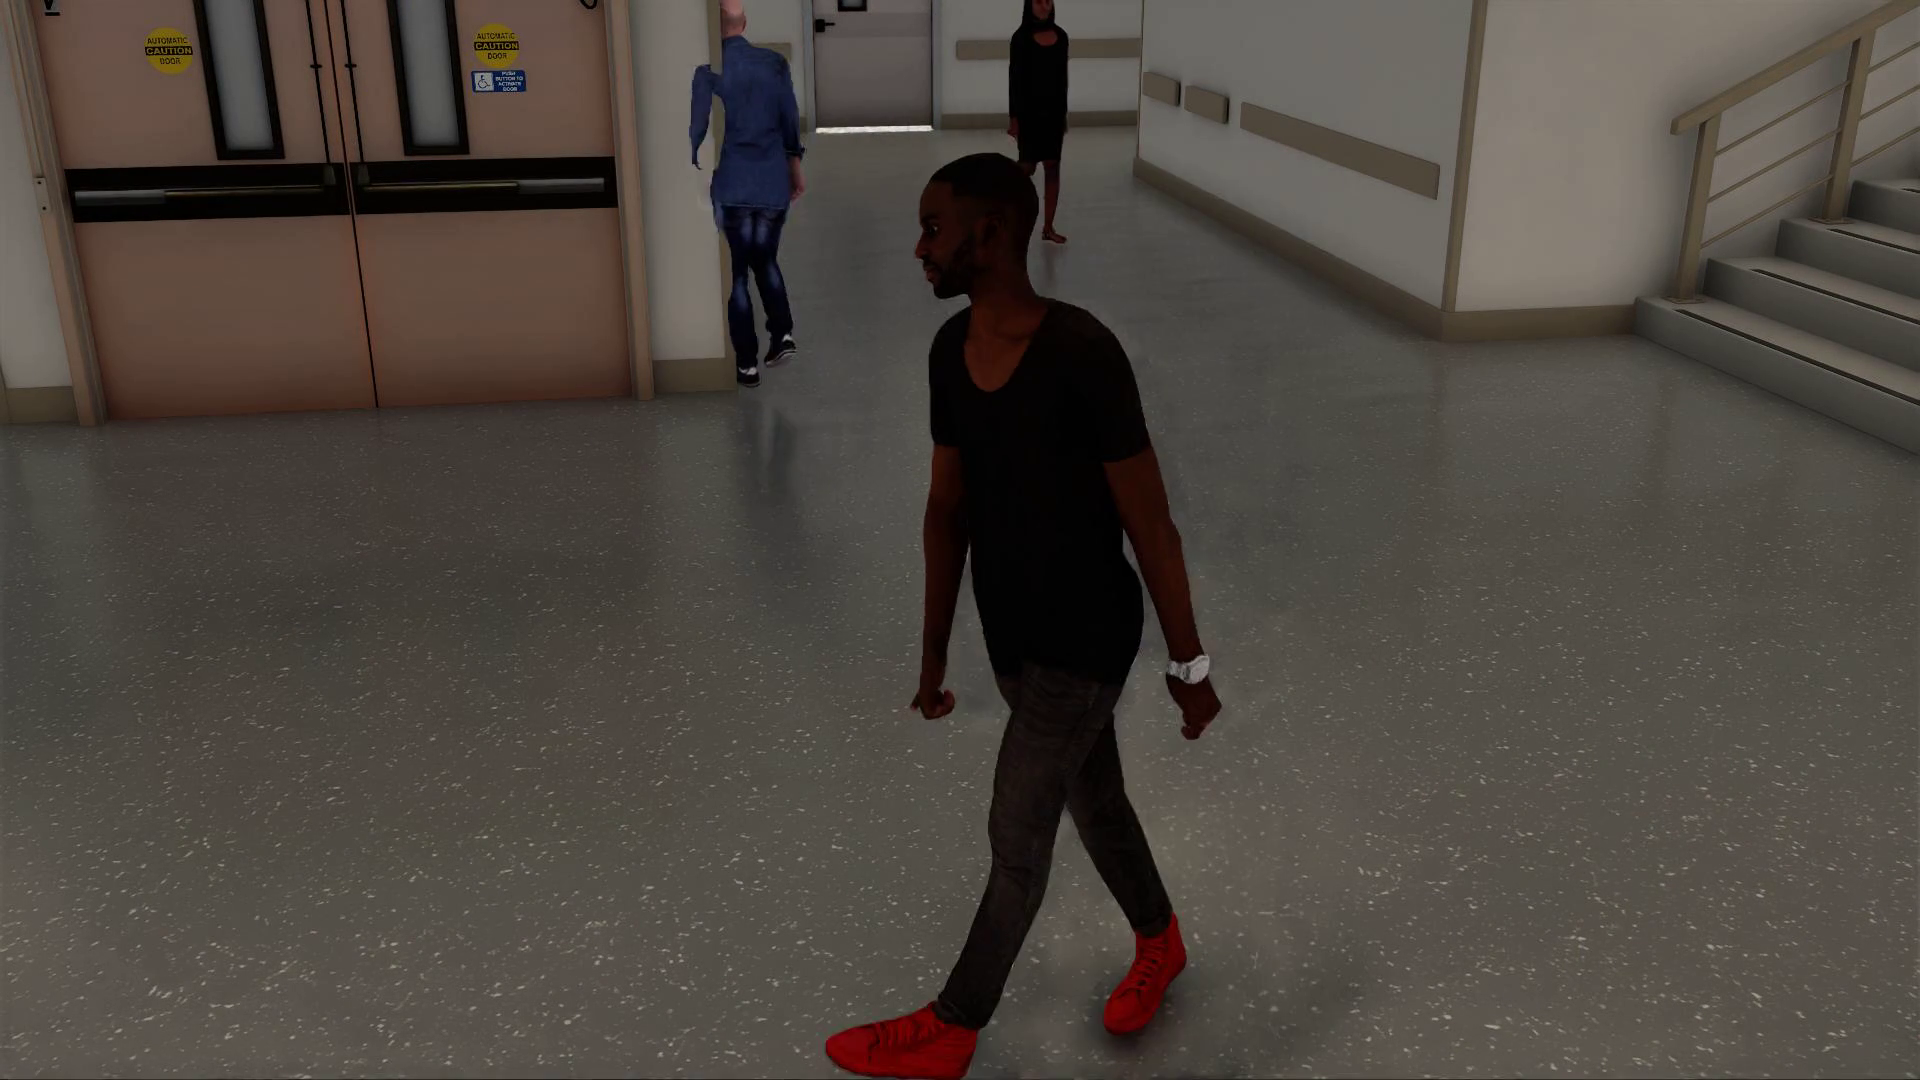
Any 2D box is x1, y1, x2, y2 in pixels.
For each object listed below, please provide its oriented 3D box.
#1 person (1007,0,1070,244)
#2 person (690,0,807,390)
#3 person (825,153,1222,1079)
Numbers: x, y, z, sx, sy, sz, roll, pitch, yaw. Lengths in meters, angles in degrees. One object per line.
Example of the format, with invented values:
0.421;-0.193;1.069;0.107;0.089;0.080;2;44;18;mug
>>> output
0.486;-2.903;11.392;1.003;1.701;0.918;-13;25;-32;person
-0.955;-1.606;7.822;0.774;1.804;0.924;-15;25;-34;person
0.258;0.189;3.157;1.226;1.753;1.022;-18;27;-39;person
